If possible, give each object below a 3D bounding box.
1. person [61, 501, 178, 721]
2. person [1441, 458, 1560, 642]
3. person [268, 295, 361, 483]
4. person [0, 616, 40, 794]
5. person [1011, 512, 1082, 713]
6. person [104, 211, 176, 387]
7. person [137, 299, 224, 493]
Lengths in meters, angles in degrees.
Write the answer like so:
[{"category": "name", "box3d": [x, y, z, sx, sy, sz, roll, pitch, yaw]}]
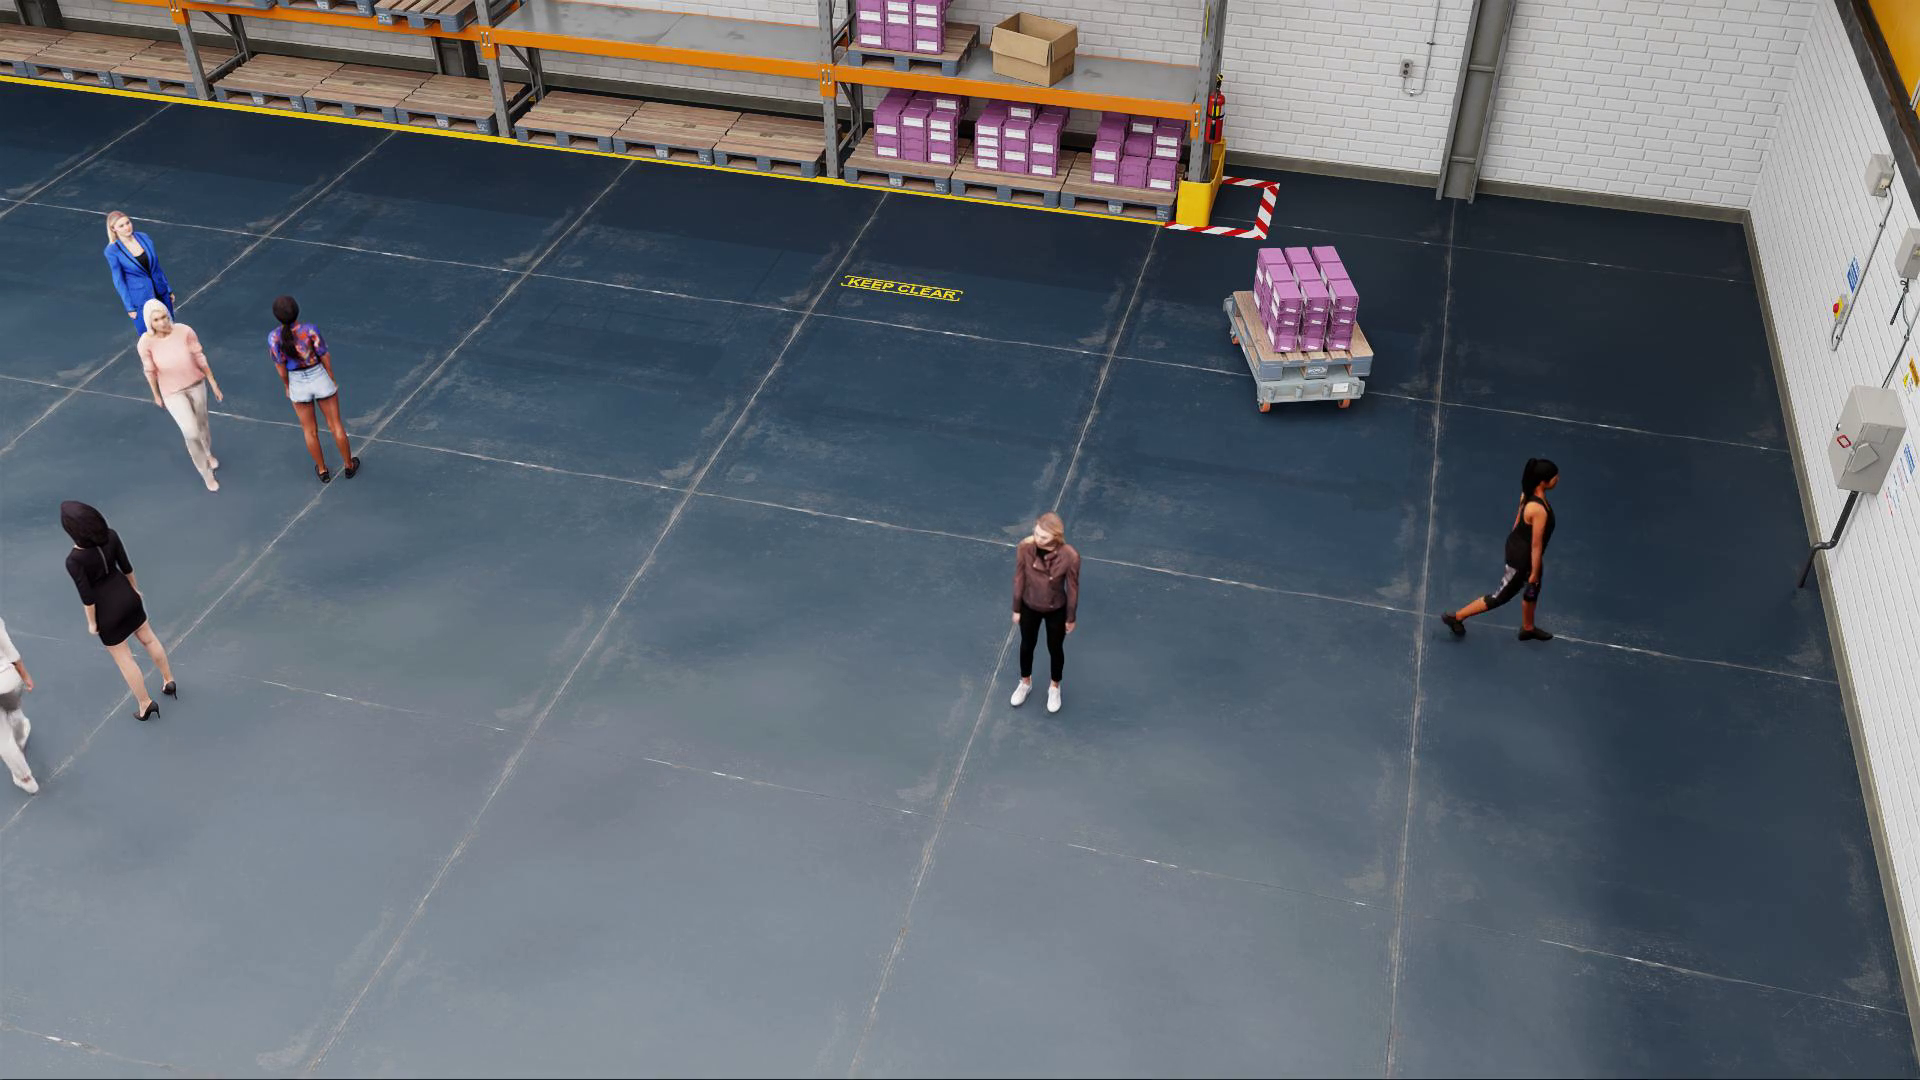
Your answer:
[{"category": "person", "box3d": [-5.773, 0.485, 11.379, 0.522, 1.803, 0.626, 14, 41, 17]}, {"category": "person", "box3d": [3.983, 0.118, 11.976, 1.090, 1.631, 0.663, 5, 39, 7]}, {"category": "person", "box3d": [-5.306, -1.242, 13.591, 0.621, 1.741, 0.727, -10, 40, -13]}, {"category": "person", "box3d": [-6.335, 0.978, 10.886, 1.033, 1.648, 1.089, -21, 43, -24]}, {"category": "person", "box3d": [0.590, 0.467, 11.481, 0.450, 1.704, 0.668, 11, 40, 14]}, {"category": "person", "box3d": [-7.218, -2.140, 14.747, 0.631, 1.701, 0.670, 19, 43, 23]}, {"category": "person", "box3d": [-6.413, -1.287, 13.681, 0.877, 1.698, 0.989, -31, 48, -33]}]
